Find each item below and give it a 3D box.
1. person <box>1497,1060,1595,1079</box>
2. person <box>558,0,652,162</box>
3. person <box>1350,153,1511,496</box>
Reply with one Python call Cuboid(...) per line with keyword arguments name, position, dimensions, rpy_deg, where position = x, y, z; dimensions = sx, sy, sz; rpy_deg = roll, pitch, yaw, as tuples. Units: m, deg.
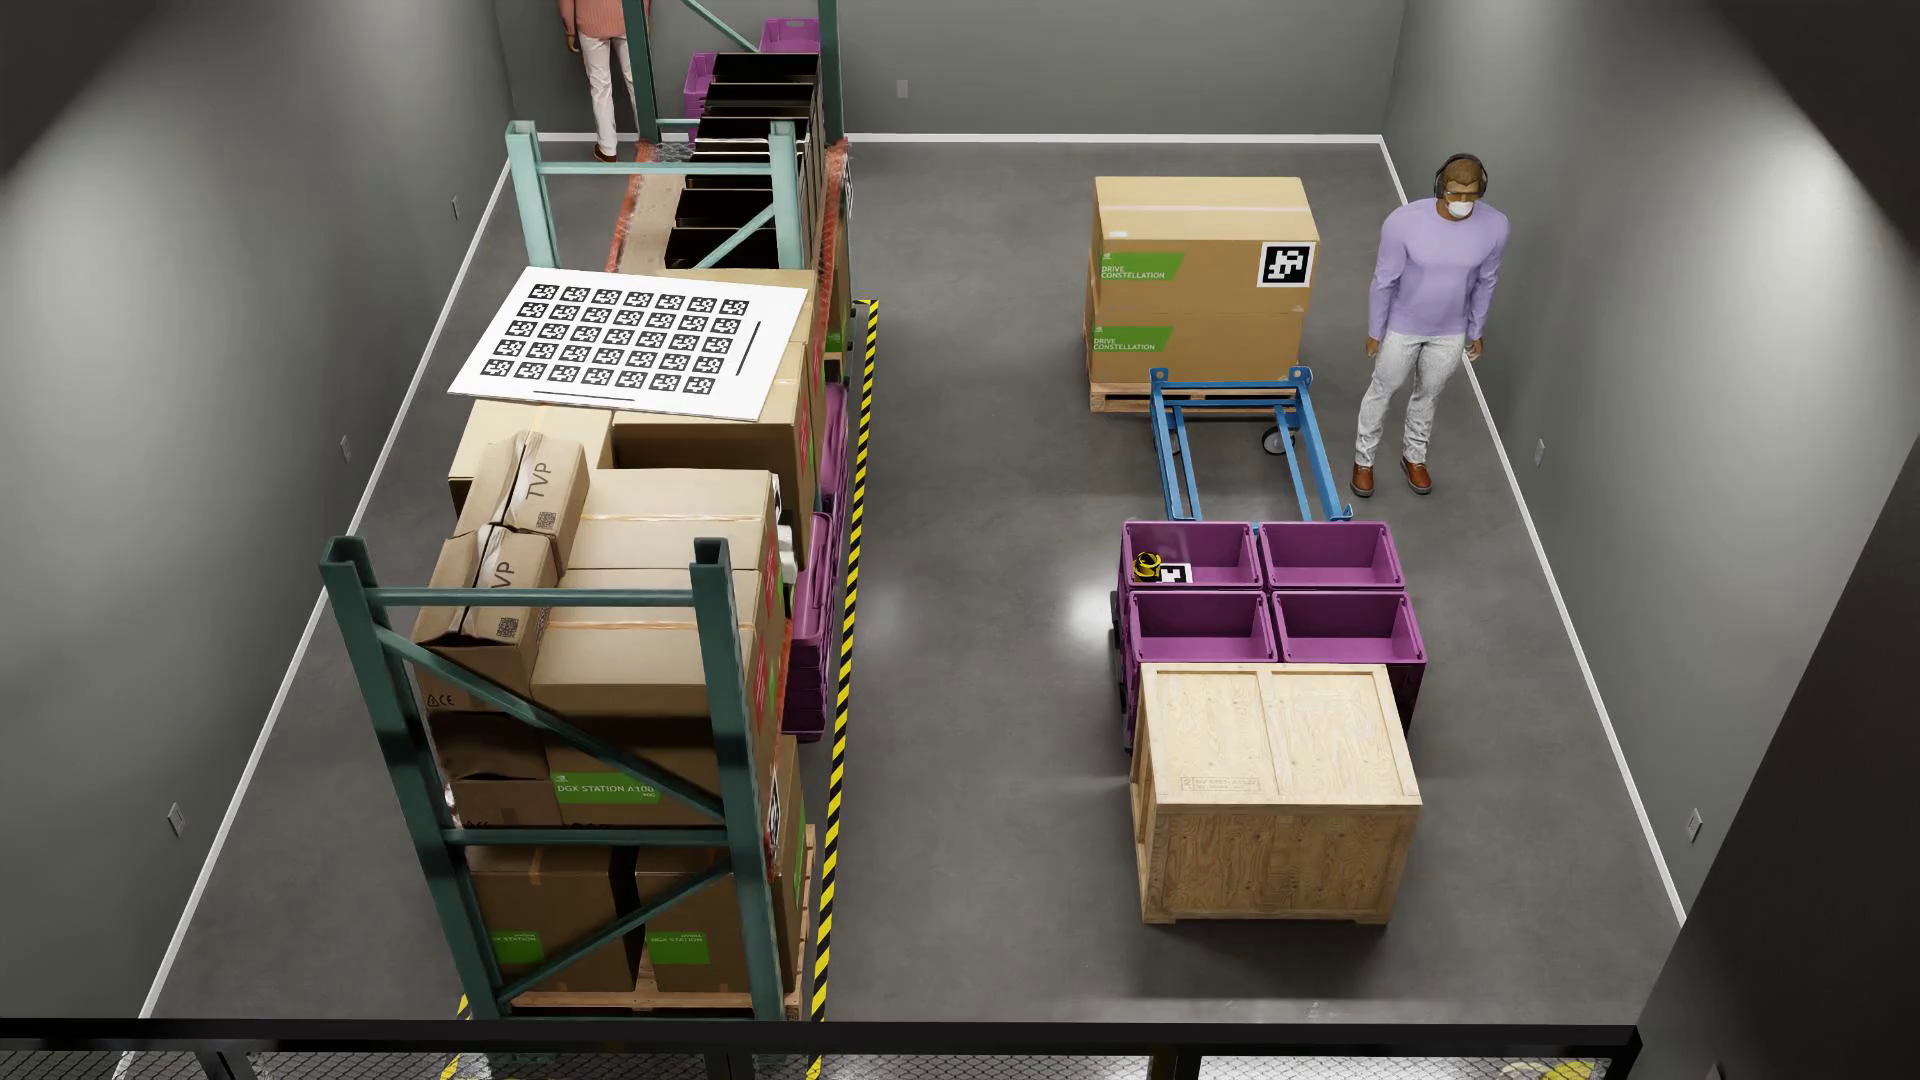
Cuboid(name="person", position=(1.609, 2.060, 4.842), dimensions=(0.404, 1.834, 0.591), rpy_deg=(6, 42, 7))
Cuboid(name="person", position=(-2.331, -3.421, 10.973), dimensions=(0.610, 1.995, 0.375), rpy_deg=(-16, 44, -18))
Cuboid(name="person", position=(2.333, -1.061, 8.324), dimensions=(0.627, 1.941, 0.374), rpy_deg=(-1, 41, -1))
